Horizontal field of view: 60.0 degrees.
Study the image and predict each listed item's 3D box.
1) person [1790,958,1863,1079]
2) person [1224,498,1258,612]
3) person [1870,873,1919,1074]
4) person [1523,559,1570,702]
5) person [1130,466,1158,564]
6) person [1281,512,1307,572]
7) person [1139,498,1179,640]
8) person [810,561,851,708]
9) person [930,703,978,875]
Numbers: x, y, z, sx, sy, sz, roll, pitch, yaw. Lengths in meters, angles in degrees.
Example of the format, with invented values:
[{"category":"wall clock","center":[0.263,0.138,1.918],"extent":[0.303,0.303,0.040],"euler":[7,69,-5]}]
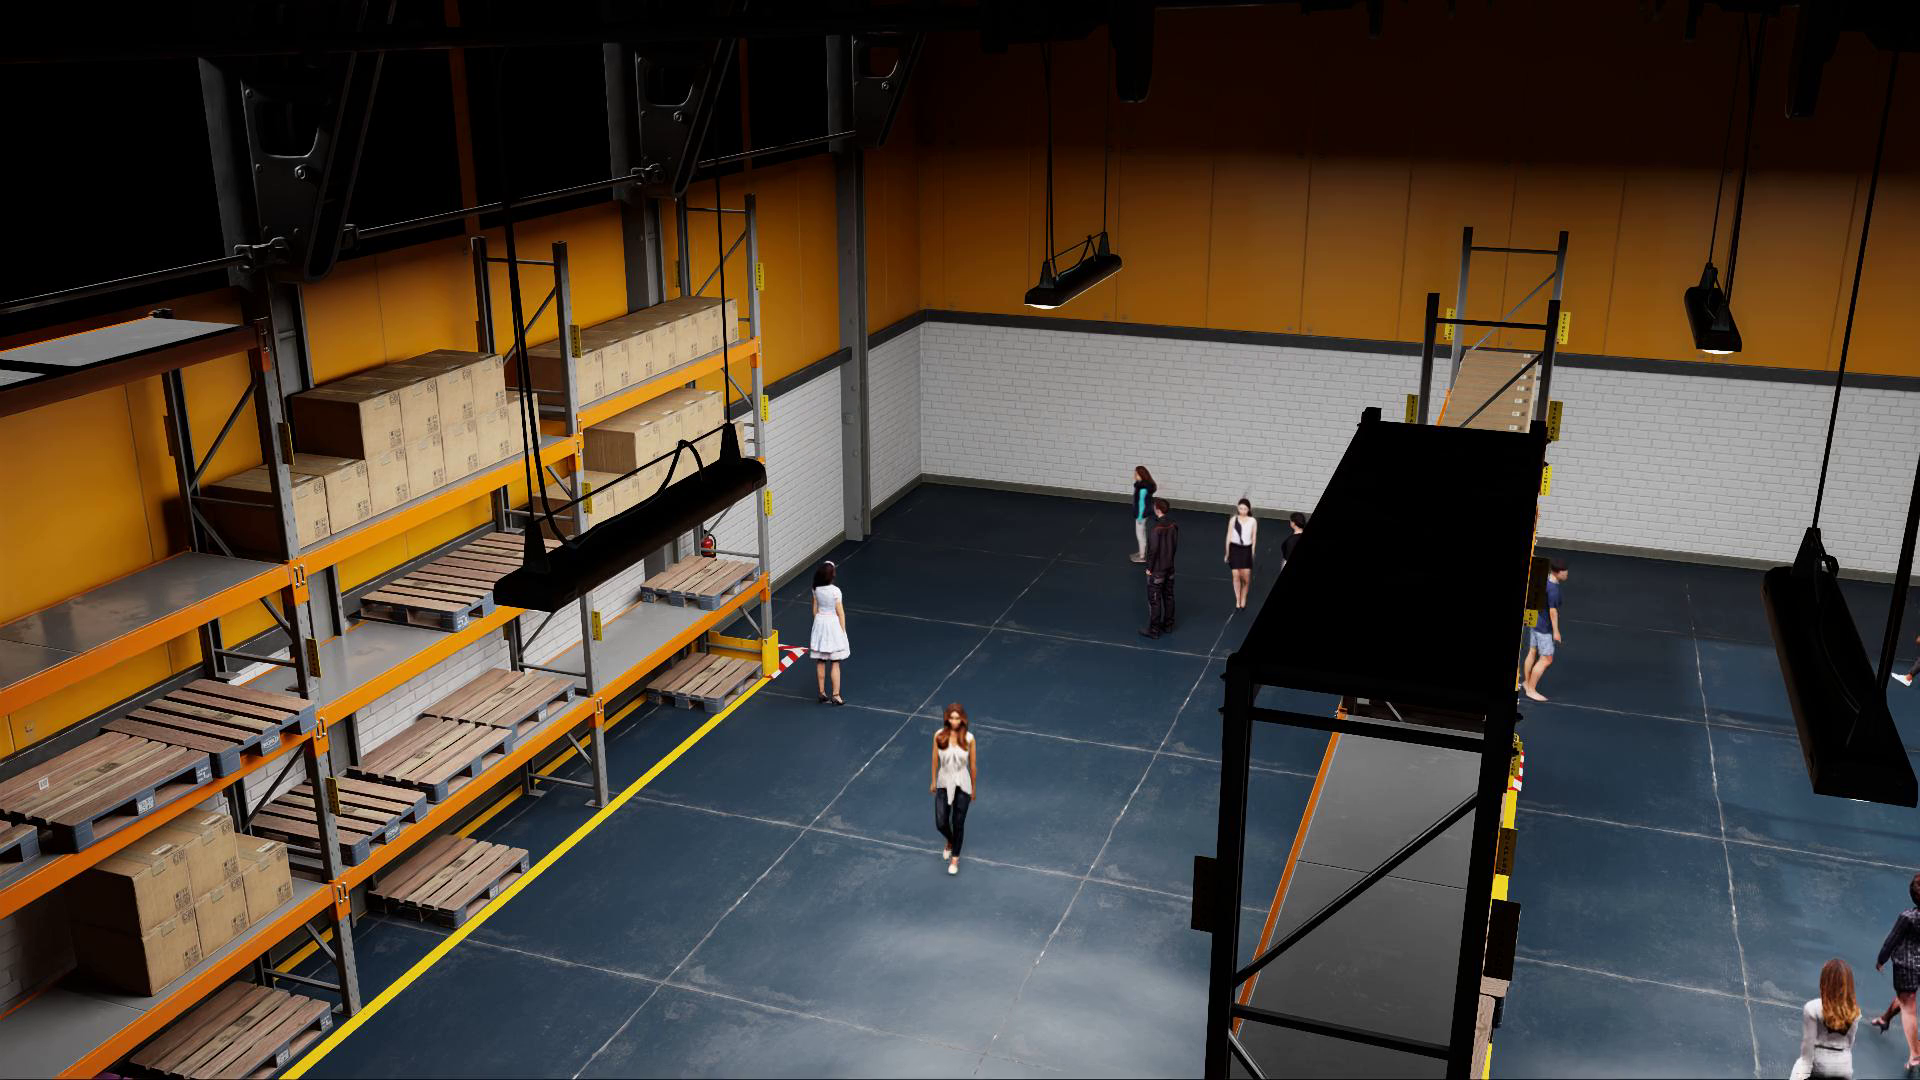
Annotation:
[{"category":"person","center":[6.235,3.903,11.931],"extent":[0.856,1.716,1.124],"euler":[-1,19,-4]},{"category":"person","center":[3.893,0.194,23.072],"extent":[0.588,1.634,0.633],"euler":[4,19,12]},{"category":"person","center":[7.639,3.486,13.265],"extent":[0.886,1.655,1.124],"euler":[0,19,-1]},{"category":"person","center":[7.090,1.027,20.315],"extent":[0.905,1.816,0.617],"euler":[-3,19,-10]},{"category":"person","center":[2.762,-0.409,25.076],"extent":[0.687,1.499,0.598],"euler":[2,19,7]},{"category":"person","center":[4.470,0.475,22.046],"extent":[0.720,1.757,0.827],"euler":[-16,24,-39]},{"category":"person","center":[2.672,0.359,22.147],"extent":[0.712,1.913,0.838],"euler":[-15,24,-38]},{"category":"person","center":[-1.579,1.126,20.017],"extent":[0.744,1.818,0.772],"euler":[10,21,28]},{"category":"person","center":[-0.051,2.393,16.320],"extent":[0.682,1.777,0.710],"euler":[3,19,8]}]
